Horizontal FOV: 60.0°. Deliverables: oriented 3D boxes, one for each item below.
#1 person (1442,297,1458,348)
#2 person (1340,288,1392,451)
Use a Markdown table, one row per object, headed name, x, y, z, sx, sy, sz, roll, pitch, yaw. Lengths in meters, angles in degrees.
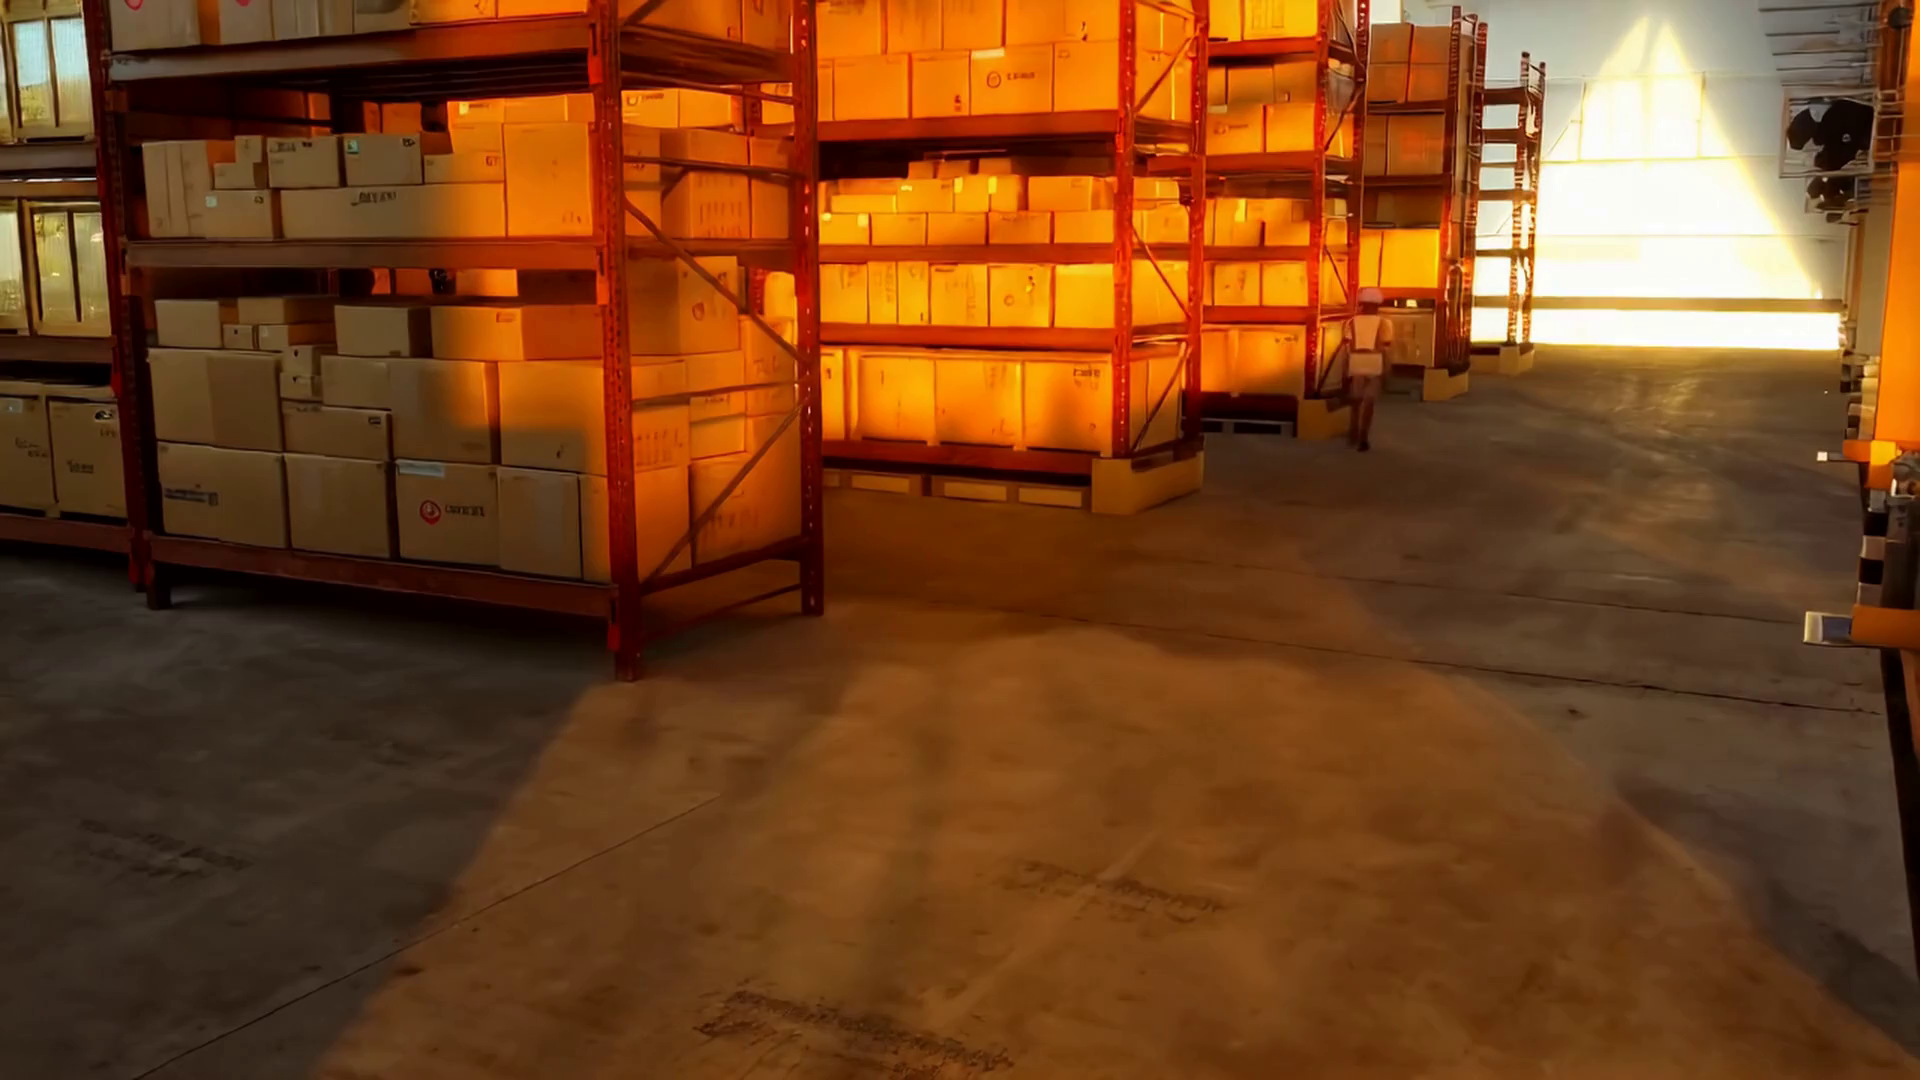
| name | x | y | z | sx | sy | sz | roll | pitch | yaw |
| --- | --- | --- | --- | --- | --- | --- | --- | --- | --- |
| person | 8.614 | -3.569 | 29.504 | 0.314 | 1.636 | 0.516 | -5 | 11 | -25 |
| person | 4.799 | -2.007 | 19.627 | 0.579 | 1.920 | 0.419 | 5 | 11 | 28 |
